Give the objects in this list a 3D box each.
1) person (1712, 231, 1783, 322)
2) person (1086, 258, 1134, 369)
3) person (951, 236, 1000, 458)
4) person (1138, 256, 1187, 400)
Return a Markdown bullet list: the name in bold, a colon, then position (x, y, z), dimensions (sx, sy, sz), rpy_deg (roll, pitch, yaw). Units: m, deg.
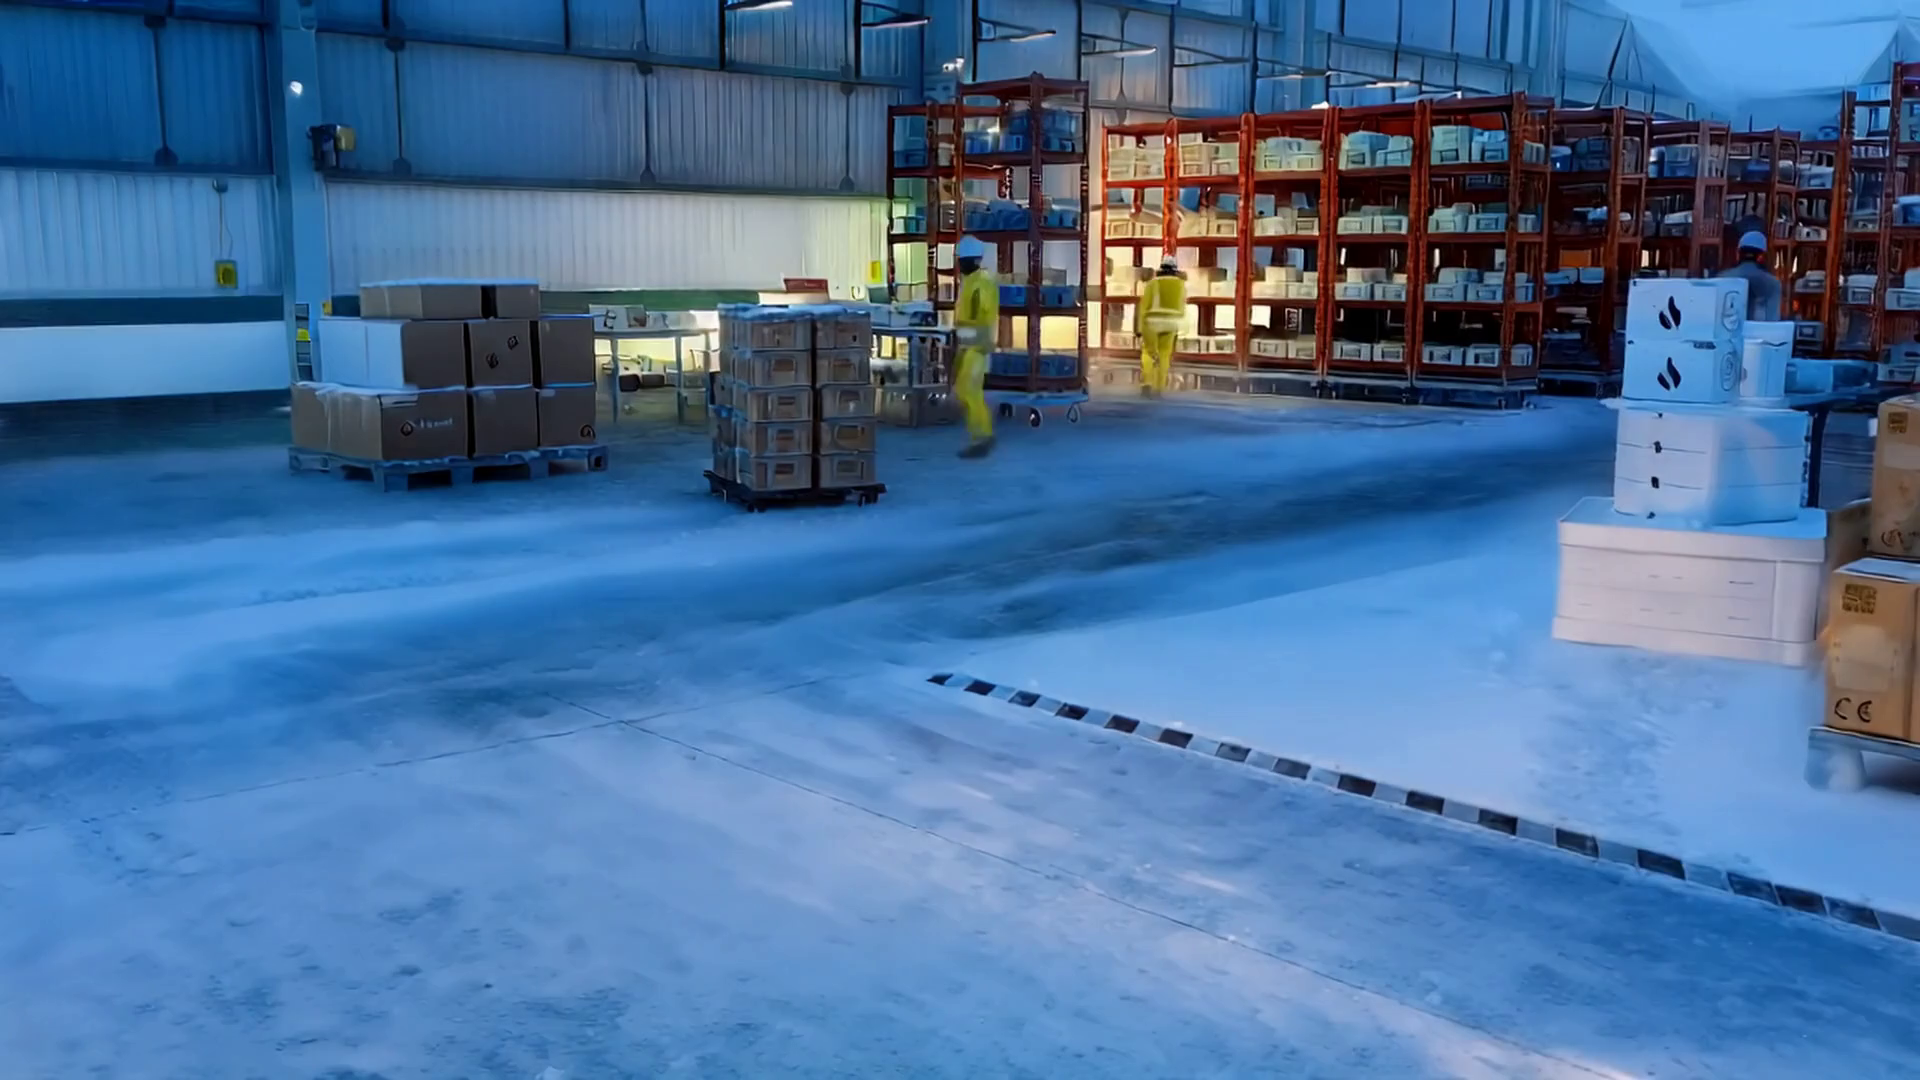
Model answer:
- **person**: position (6.791, -1.677, 14.416), dimensions (0.634, 1.961, 0.808), rpy_deg (7, 12, 37)
- **person**: position (2.445, -3.622, 26.701), dimensions (0.776, 1.807, 0.640), rpy_deg (-1, 9, -3)
- **person**: position (0.109, -1.651, 14.396), dimensions (0.458, 1.923, 0.638), rpy_deg (-4, 10, -21)
- **person**: position (2.508, -2.650, 20.816), dimensions (0.666, 1.791, 0.441), rpy_deg (-3, 10, -20)
